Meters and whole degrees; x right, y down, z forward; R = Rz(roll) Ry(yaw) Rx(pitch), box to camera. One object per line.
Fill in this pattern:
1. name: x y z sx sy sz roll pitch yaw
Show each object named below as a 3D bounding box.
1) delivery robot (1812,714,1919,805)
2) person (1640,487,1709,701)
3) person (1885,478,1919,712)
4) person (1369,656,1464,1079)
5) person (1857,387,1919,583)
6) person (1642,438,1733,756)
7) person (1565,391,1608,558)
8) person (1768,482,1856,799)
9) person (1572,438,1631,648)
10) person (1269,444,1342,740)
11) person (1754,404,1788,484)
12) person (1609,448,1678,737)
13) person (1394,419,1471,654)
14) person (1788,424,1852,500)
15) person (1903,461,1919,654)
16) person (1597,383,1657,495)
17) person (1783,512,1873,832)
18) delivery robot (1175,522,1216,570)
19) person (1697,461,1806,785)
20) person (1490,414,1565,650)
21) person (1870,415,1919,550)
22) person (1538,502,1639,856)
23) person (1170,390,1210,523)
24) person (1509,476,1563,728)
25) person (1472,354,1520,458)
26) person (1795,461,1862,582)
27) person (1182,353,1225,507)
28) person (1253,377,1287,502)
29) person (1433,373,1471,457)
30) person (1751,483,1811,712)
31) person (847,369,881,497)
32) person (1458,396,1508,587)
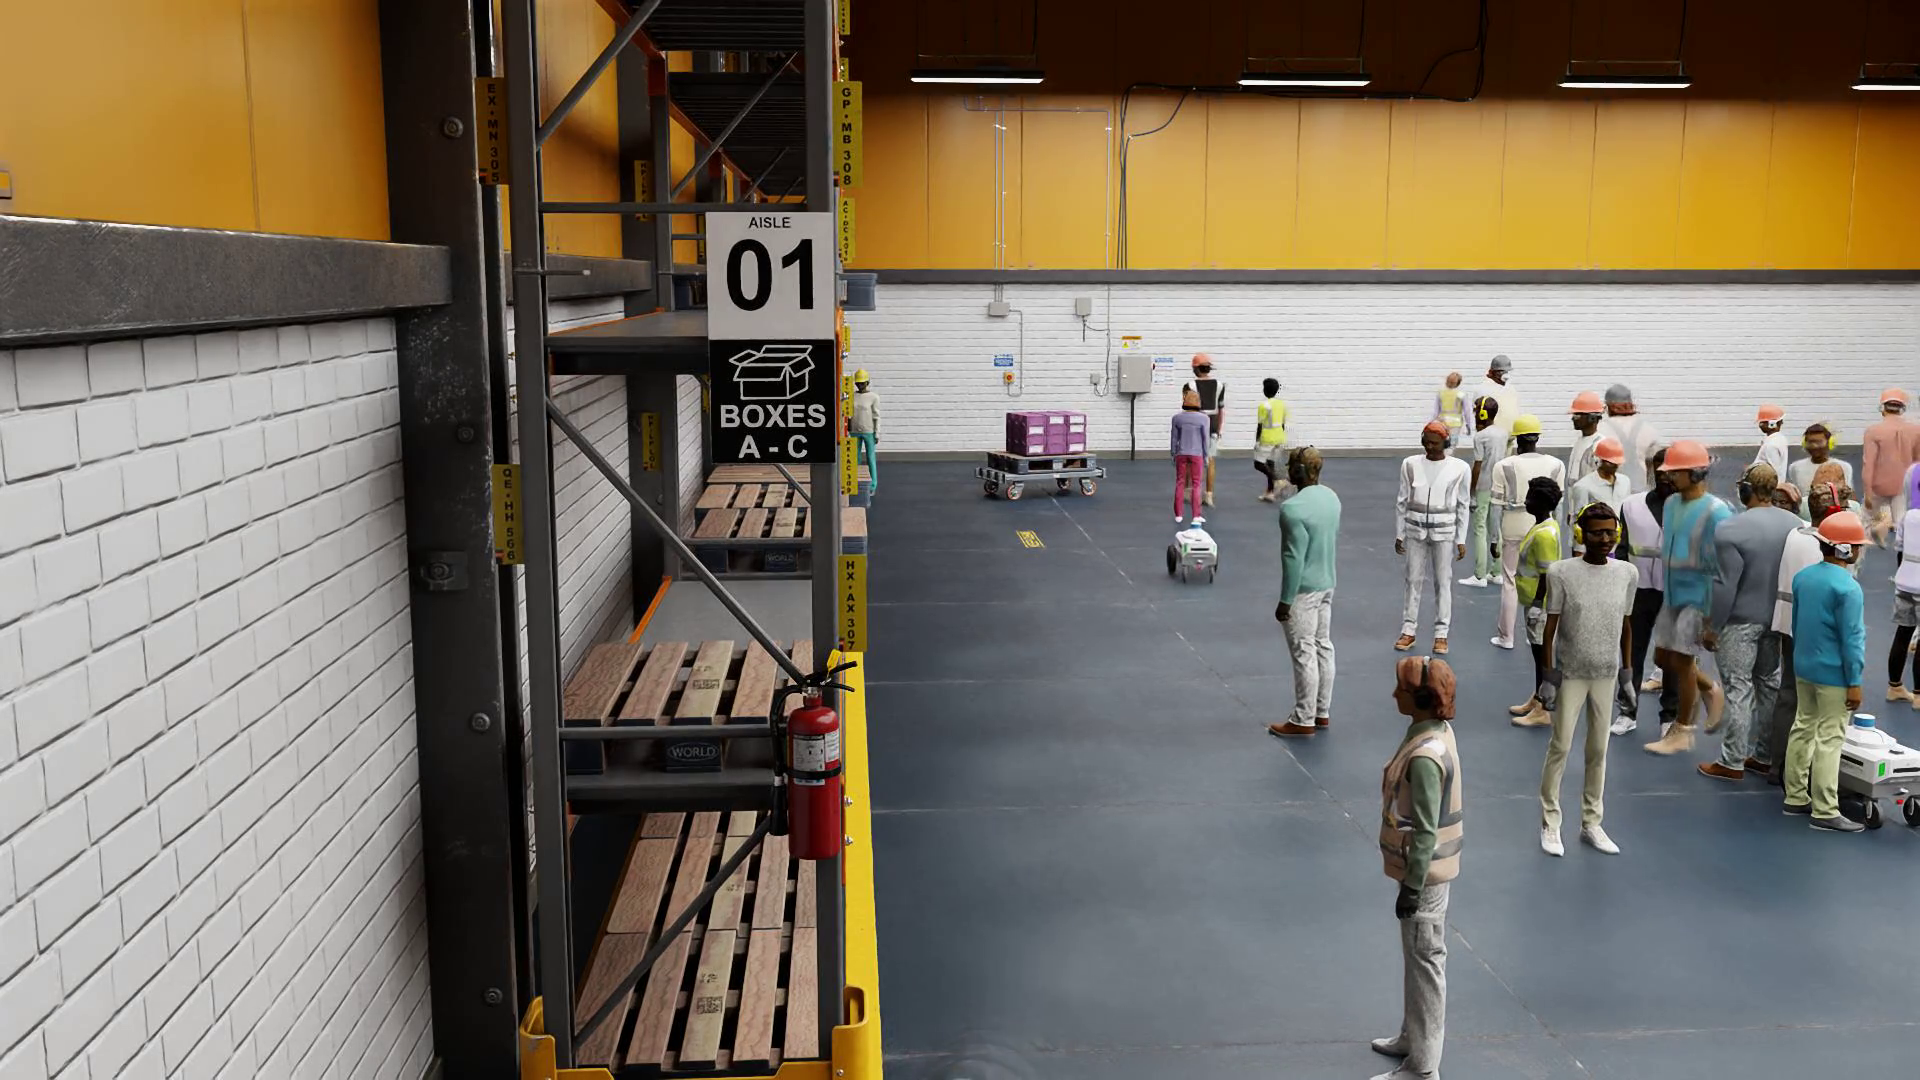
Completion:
1. delivery robot: 5.084 1.226 9.378 0.477 0.478 0.707 -2 9 -11
2. person: 5.111 0.236 11.846 0.344 1.847 0.504 -2 9 -12
3. person: 6.729 0.348 11.605 0.321 1.695 0.537 -1 9 -6
4. person: 1.716 1.235 6.218 0.308 1.641 0.514 3 9 16
5. person: 9.247 -0.538 16.501 0.630 1.951 1.004 0 9 3
6. person: 4.673 0.363 10.513 0.634 2.022 0.611 -2 9 -13
7. person: 5.361 -0.256 14.317 0.377 2.044 0.608 0 9 2
8. person: 4.962 0.579 9.690 0.380 1.845 0.570 -2 9 -11
9. person: 5.209 0.033 13.461 0.577 1.736 0.355 -4 10 -23
10. person: 2.264 0.339 10.907 0.377 1.940 0.629 7 12 38
11. person: 8.124 -0.497 16.747 0.329 1.749 0.560 5 10 29
12. person: 4.592 0.349 10.905 0.587 1.920 0.394 6 11 32
13. person: 3.790 -0.030 13.388 0.574 1.887 0.355 5 10 27
14. person: 7.101 -0.051 13.782 0.532 1.820 1.001 7 11 37
15. person: 7.729 0.037 13.134 0.429 1.837 0.627 -2 9 -13
16. person: 6.246 -0.503 15.876 0.684 2.000 0.538 0 9 -2
17. person: 4.784 0.712 9.142 0.324 1.752 0.561 -1 9 -4
18. delivery robot: 2.358 0.066 16.659 0.477 0.478 0.707 0 9 1
19. person: 4.716 0.494 9.934 0.628 1.940 0.373 -3 10 -20
20. person: 4.570 -0.059 13.479 0.586 1.918 0.395 0 9 1
21. person: 10.306 -0.720 17.959 0.684 1.816 0.549 1 9 7
22. person: 3.289 0.724 8.707 0.509 1.872 0.329 -1 9 -4
23. person: 2.822 -1.016 20.387 0.503 1.630 0.271 5 10 27
24. person: 3.892 0.414 11.191 0.320 1.697 0.531 3 10 18
25. person: 6.854 -1.344 21.155 0.684 2.000 0.535 -6 11 -33
26. person: 6.563 0.213 12.653 0.500 1.633 0.283 7 11 35
27. person: 3.171 -1.469 22.050 0.621 2.008 0.918 -2 9 -12
28. person: 4.167 -1.322 22.116 0.537 1.679 0.465 -8 12 -40
29. person: 7.289 -1.671 24.623 0.879 1.589 0.543 -9 13 -44
30. person: 5.572 0.419 11.339 0.521 1.639 0.311 7 12 39
31. person: -1.340 -1.466 22.817 0.524 1.761 0.338 3 10 20
32. person: 5.133 -0.468 16.232 0.517 1.860 0.324 -7 11 -36
